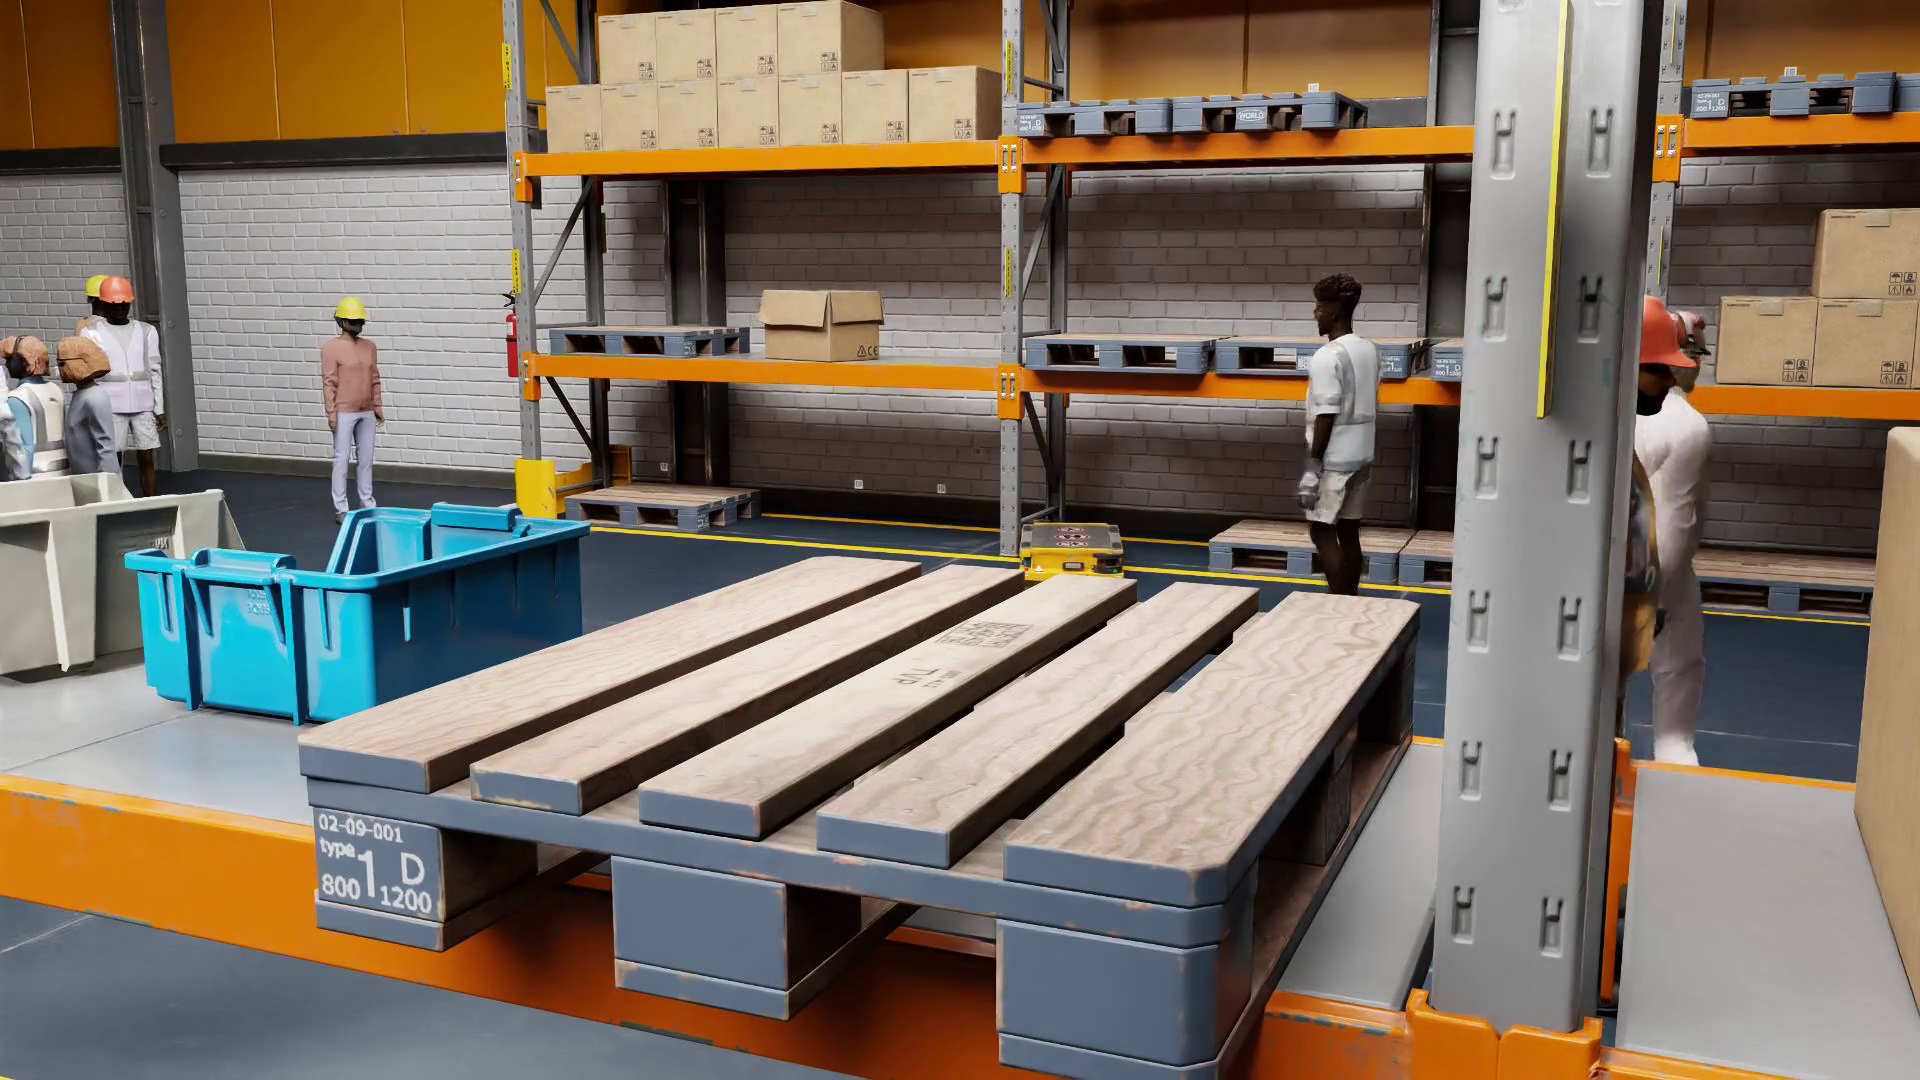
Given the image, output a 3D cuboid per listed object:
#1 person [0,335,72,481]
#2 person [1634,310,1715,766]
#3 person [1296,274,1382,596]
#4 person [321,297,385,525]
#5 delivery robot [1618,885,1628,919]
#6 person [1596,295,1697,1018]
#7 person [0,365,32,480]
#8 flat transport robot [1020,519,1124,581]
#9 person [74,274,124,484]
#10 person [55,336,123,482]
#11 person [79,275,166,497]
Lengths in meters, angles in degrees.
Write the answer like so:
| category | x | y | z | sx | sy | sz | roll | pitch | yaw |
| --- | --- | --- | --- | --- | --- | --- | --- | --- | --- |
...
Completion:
| category | x | y | z | sx | sy | sz | roll | pitch | yaw |
| --- | --- | --- | --- | --- | --- | --- | --- | --- | --- |
| person | -4.931 | -0.275 | 8.924 | 0.310 | 1.638 | 0.523 | -1 | 10 | -4 |
| person | 2.355 | 0.113 | 5.939 | 0.956 | 1.865 | 0.645 | -3 | 10 | -18 |
| person | 2.036 | -0.433 | 8.916 | 0.454 | 1.960 | 0.666 | 8 | 12 | 38 |
| person | -4.667 | -0.988 | 12.842 | 0.333 | 1.761 | 0.526 | 5 | 11 | 27 |
| delivery robot | 1.988 | 0.896 | 4.866 | 0.707 | 0.478 | 0.477 | 2 | 10 | 10 |
| person | 1.756 | 0.308 | 4.537 | 0.360 | 1.935 | 0.552 | 3 | 10 | 16 |
| person | -5.105 | -0.331 | 8.524 | 0.969 | 1.873 | 0.578 | 8 | 12 | 40 |
| flat transport robot | 0.734 | 0.058 | 11.014 | 0.652 | 0.197 | 1.431 | 1 | 9 | 3 |
| person | -6.658 | -1.098 | 12.987 | 0.588 | 1.928 | 0.383 | 7 | 12 | 38 |
| person | -4.649 | -0.273 | 8.927 | 0.266 | 1.631 | 0.507 | -7 | 12 | -38 |
| person | -6.162 | -0.981 | 12.291 | 0.540 | 1.929 | 0.382 | -8 | 12 | -39 |
